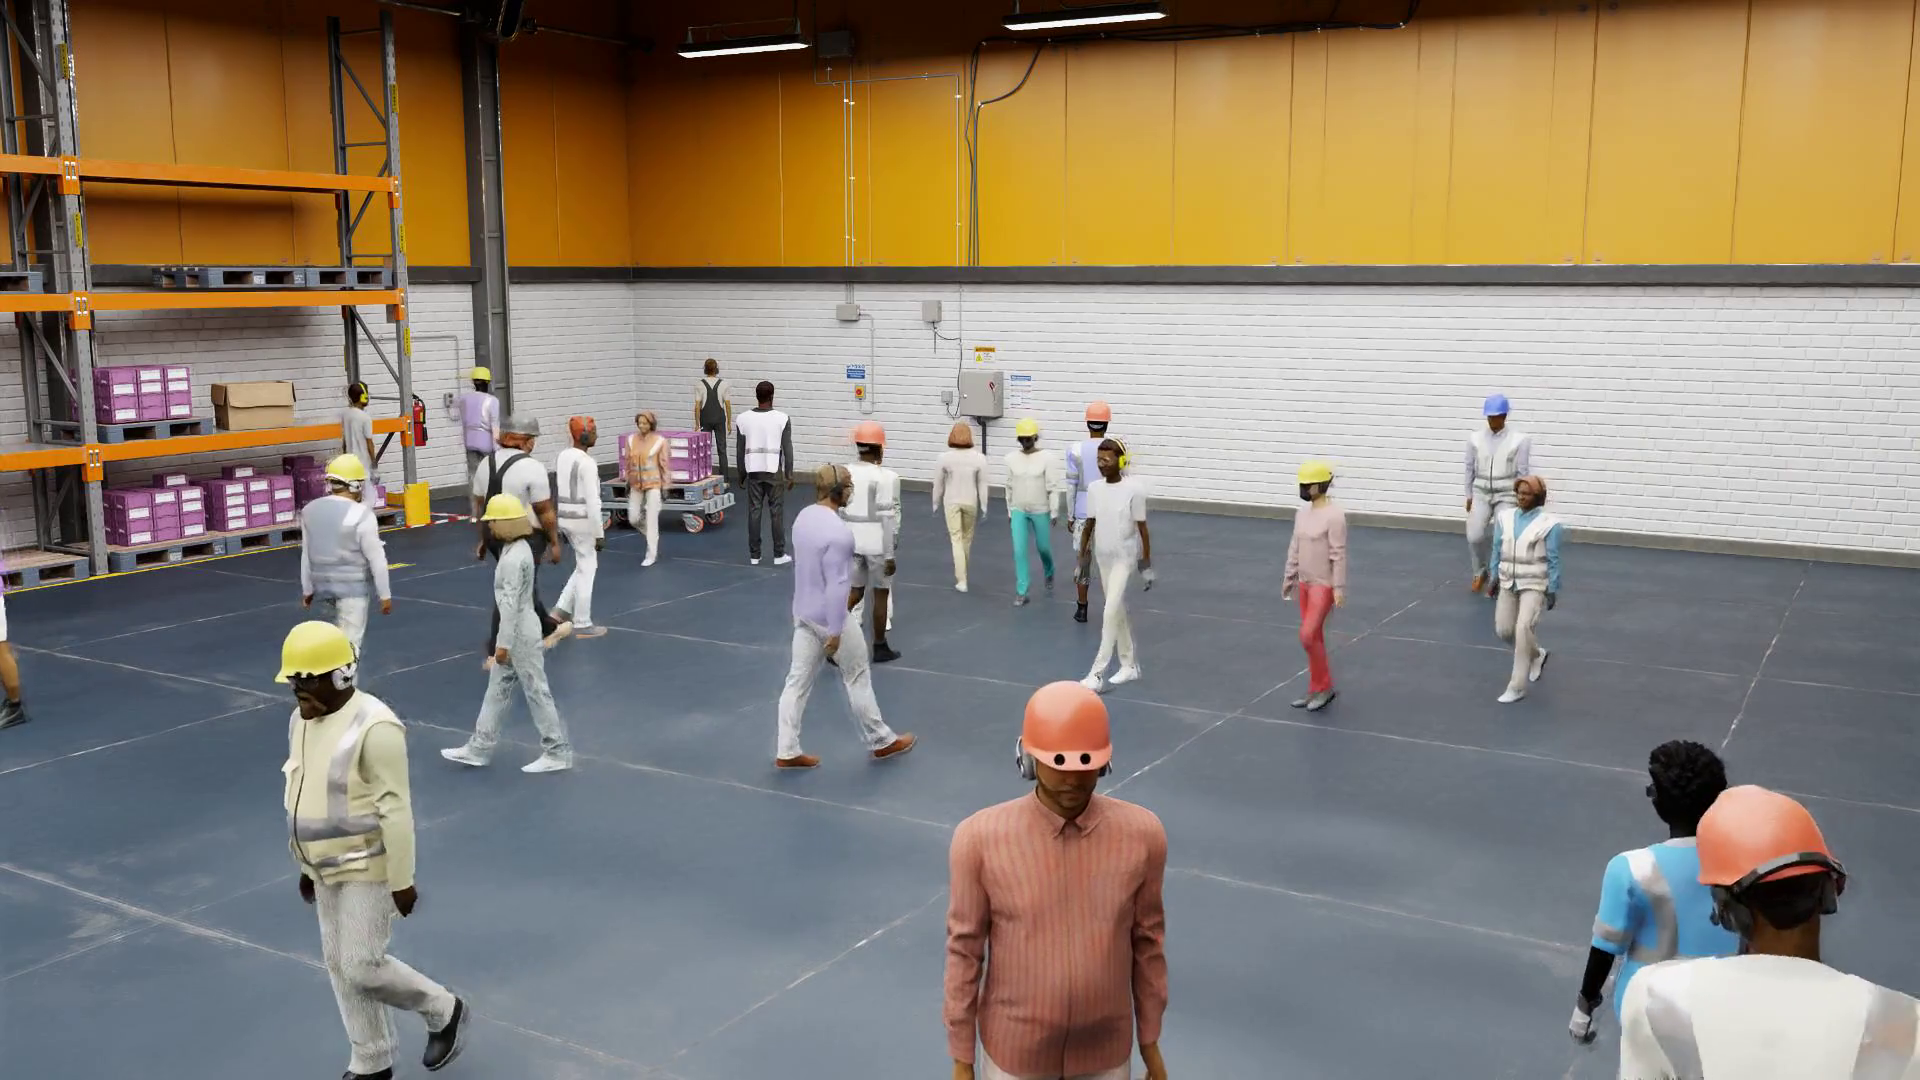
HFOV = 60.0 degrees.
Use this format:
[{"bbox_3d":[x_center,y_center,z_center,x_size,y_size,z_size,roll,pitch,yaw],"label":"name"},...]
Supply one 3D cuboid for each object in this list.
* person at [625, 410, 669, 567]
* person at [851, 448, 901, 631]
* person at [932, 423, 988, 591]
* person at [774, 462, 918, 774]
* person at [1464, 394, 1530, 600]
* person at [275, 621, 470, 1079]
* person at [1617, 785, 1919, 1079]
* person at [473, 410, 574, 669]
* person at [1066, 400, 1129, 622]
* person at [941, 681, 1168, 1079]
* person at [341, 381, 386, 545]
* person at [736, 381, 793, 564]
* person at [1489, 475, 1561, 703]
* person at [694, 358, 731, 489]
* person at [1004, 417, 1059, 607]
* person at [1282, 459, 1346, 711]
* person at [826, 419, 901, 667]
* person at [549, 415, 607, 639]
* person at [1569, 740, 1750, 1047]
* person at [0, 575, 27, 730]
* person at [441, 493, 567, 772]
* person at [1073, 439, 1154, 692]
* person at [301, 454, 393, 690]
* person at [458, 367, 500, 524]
[{"bbox_3d":[-3.239,-0.553,17.329,0.519,1.624,0.450,3,10,21],"label":"person"},{"bbox_3d":[-0.757,-0.045,14.142,0.514,1.644,0.307,1,9,6],"label":"person"},{"bbox_3d":[-0.010,-0.337,16.110,0.519,1.579,0.842,-2,9,-11],"label":"person"},{"bbox_3d":[-0.734,0.466,10.180,0.969,1.891,0.642,-6,11,-34],"label":"person"},{"bbox_3d":[4.974,-0.397,15.461,0.611,1.930,0.433,6,11,34],"label":"person"},{"bbox_3d":[-2.204,1.163,6.117,0.599,1.800,0.539,8,12,41],"label":"person"},{"bbox_3d":[1.640,1.507,3.361,0.657,1.992,0.568,6,11,32],"label":"person"},{"bbox_3d":[-3.396,-0.063,13.015,0.691,2.000,1.031,7,11,35],"label":"person"},{"bbox_3d":[1.189,-0.242,14.451,0.545,1.938,0.358,1,9,4],"label":"person"},{"bbox_3d":[0.263,1.338,4.419,0.622,1.990,0.402,-2,9,-12],"label":"person"},{"bbox_3d":[-6.600,-0.801,18.195,0.525,1.858,0.625,7,11,37],"label":"person"},{"bbox_3d":[-2.034,-0.698,17.358,0.597,1.916,0.372,1,9,7],"label":"person"},{"bbox_3d":[4.050,0.328,11.856,0.611,1.621,0.524,-6,11,-35],"label":"person"},{"bbox_3d":[-3.478,-1.631,23.417,0.511,1.842,0.327,-2,9,-11],"label":"person"},{"bbox_3d":[0.677,-0.291,15.405,0.524,1.740,0.771,3,10,18],"label":"person"},{"bbox_3d":[2.428,0.317,11.519,0.410,1.750,0.559,-3,10,-20],"label":"person"},{"bbox_3d":[-0.748,0.035,12.788,0.548,1.927,0.642,7,11,36],"label":"person"},{"bbox_3d":[-3.131,-0.105,13.800,0.414,1.869,0.598,-7,12,-38],"label":"person"},{"bbox_3d":[2.129,1.408,5.023,0.545,1.641,0.886,-2,9,-13],"label":"person"},{"bbox_3d":[-6.529,0.364,10.797,0.559,1.895,0.837,6,11,33],"label":"person"},{"bbox_3d":[-2.785,0.577,10.050,0.790,1.710,0.505,-3,9,-15],"label":"person"},{"bbox_3d":[1.040,0.190,12.064,0.563,1.830,0.902,9,13,43],"label":"person"},{"bbox_3d":[-4.135,0.315,11.355,0.631,1.810,0.611,4,10,23],"label":"person"},{"bbox_3d":[-5.804,-1.165,20.339,0.583,1.891,0.805,2,9,14],"label":"person"}]
